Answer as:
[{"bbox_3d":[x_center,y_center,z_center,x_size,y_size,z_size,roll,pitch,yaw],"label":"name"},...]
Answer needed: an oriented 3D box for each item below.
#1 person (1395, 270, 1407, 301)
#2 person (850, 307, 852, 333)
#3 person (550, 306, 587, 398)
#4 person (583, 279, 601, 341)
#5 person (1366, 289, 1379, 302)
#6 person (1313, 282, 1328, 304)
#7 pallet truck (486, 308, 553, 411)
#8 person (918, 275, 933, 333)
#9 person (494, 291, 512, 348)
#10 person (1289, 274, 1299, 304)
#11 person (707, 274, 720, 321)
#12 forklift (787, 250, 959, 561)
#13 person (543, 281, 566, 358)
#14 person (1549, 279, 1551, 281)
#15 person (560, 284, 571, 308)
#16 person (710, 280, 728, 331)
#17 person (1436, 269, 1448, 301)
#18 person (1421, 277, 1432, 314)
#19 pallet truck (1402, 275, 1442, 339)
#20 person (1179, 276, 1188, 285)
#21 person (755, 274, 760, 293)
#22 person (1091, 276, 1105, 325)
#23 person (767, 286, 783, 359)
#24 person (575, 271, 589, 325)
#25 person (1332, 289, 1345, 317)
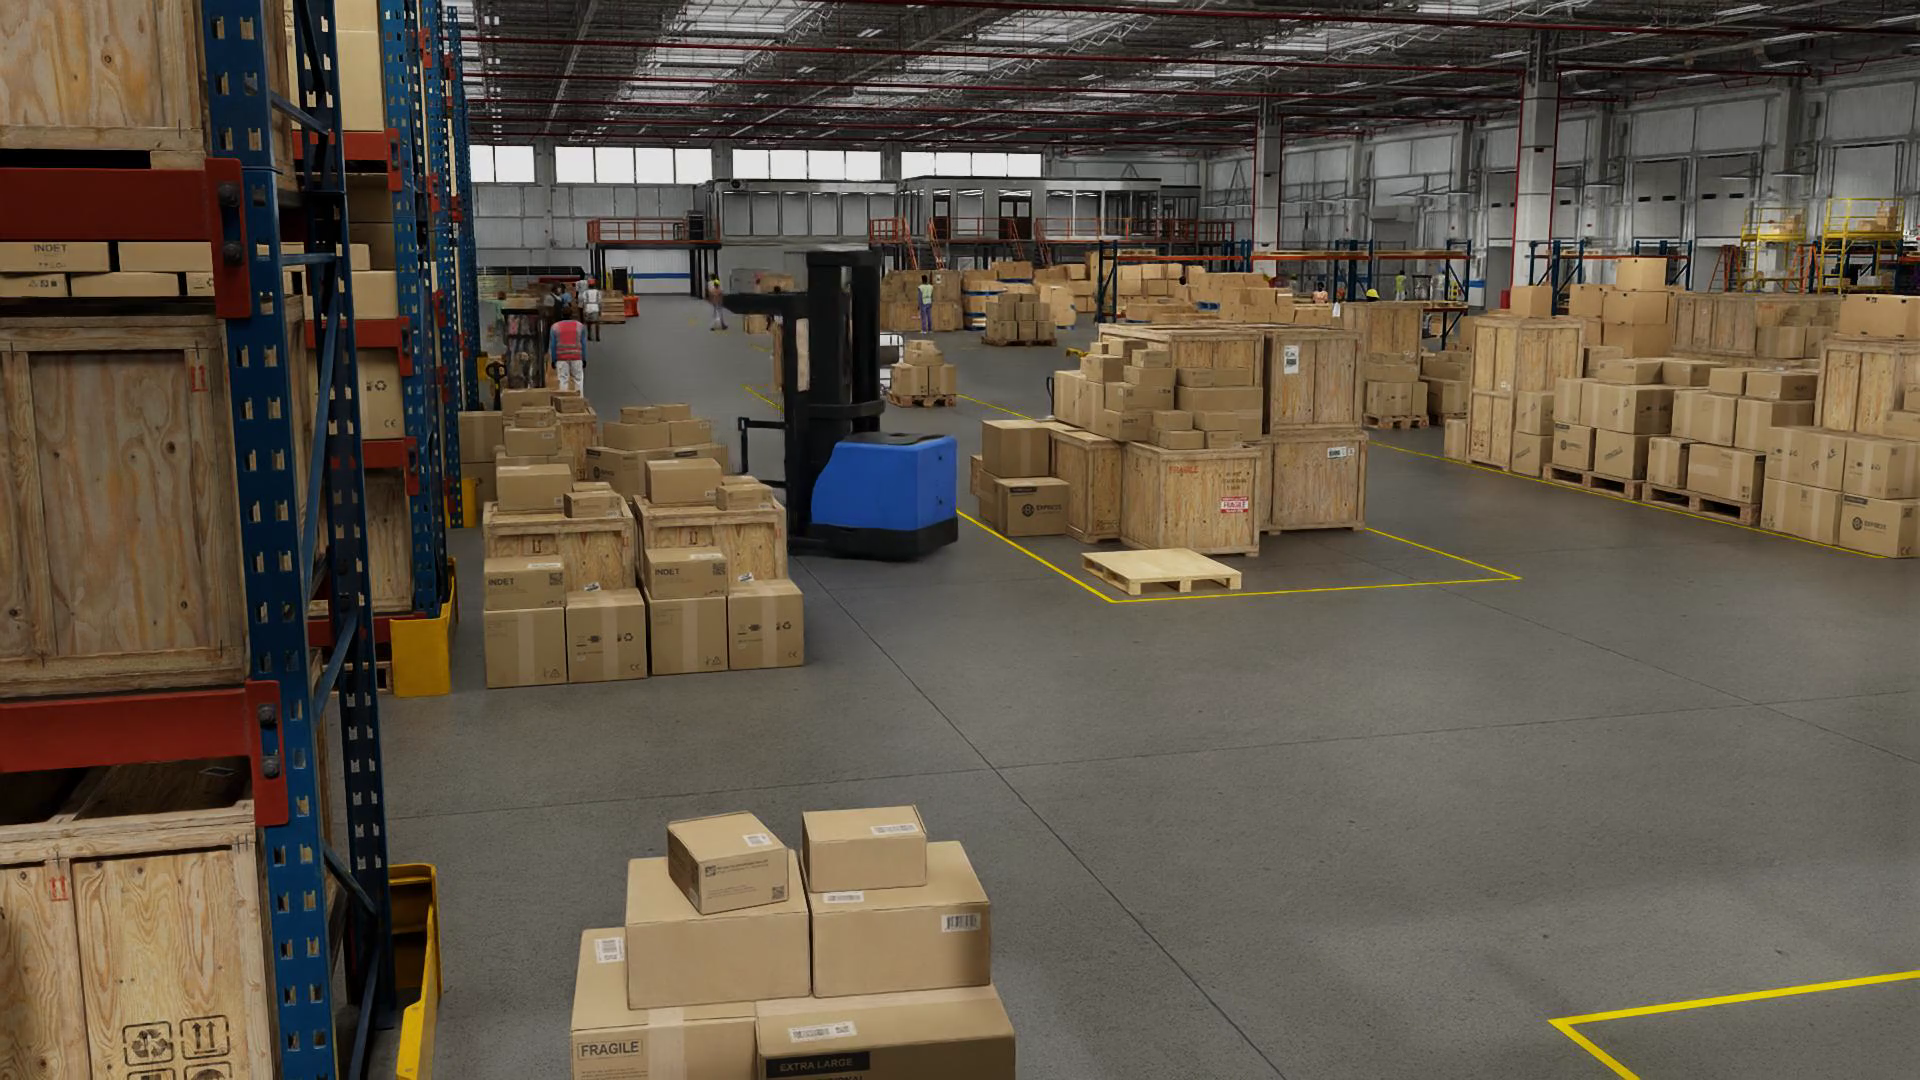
[{"bbox_3d":[19.507,-11.015,73.484,0.429,1.842,0.635,-7,12,-36],"label":"person"},{"bbox_3d":[-2.185,-3.970,34.189,0.359,1.628,0.513,-5,11,-26],"label":"person"},{"bbox_3d":[-6.773,-3.123,28.796,0.619,1.845,0.430,-3,11,-17],"label":"person"},{"bbox_3d":[-11.163,-6.992,50.581,0.557,1.901,0.956,-5,11,-25],"label":"person"},{"bbox_3d":[9.206,-4.685,37.446,0.399,1.919,0.582,3,10,17],"label":"person"},{"bbox_3d":[11.968,-7.725,55.299,0.535,1.694,0.321,7,12,35],"label":"person"},{"bbox_3d":[-6.242,-2.418,24.362,0.823,1.965,1.885,1,10,3],"label":"pallet truck"},{"bbox_3d":[-1.136,-7.786,54.998,0.587,1.915,0.394,-8,13,-38],"label":"person"},{"bbox_3d":[-12.951,-6.239,47.074,0.498,1.618,0.395,3,10,17],"label":"person"},{"bbox_3d":[14.302,-10.550,71.255,0.896,1.689,0.502,-5,11,-25],"label":"person"},{"bbox_3d":[-9.449,-9.294,63.811,0.542,1.819,0.973,1,10,3],"label":"person"},{"bbox_3d":[-1.046,-1.312,15.605,1.873,2.768,1.129,5,11,25],"label":"forklift"},{"bbox_3d":[-10.367,-5.692,42.782,1.045,2.000,0.700,6,11,29],"label":"person"},{"bbox_3d":[23.317,-9.775,66.307,0.616,1.924,1.069,0,10,3],"label":"person"},{"bbox_3d":[-12.655,-7.331,53.050,0.533,1.691,0.320,1,10,7],"label":"person"},{"bbox_3d":[-8.306,-8.048,57.003,0.546,1.714,0.886,4,11,23],"label":"person"},{"bbox_3d":[21.743,-11.304,75.000,0.607,1.887,0.956,8,13,37],"label":"person"},{"bbox_3d":[15.147,-7.626,54.021,0.376,1.940,0.629,7,12,34],"label":"person"},{"bbox_3d":[14.620,-7.324,52.145,0.823,1.965,1.885,8,13,40],"label":"pallet truck"},{"bbox_3d":[7.683,-8.177,57.433,0.429,1.838,0.622,-5,11,-25],"label":"person"},{"bbox_3d":[-7.019,-8.452,58.783,0.539,1.915,0.509,4,11,24],"label":"person"},{"bbox_3d":[5.092,-8.751,60.796,0.522,1.807,0.946,-7,12,-34],"label":"person"},{"bbox_3d":[-4.554,-5.479,42.067,0.603,1.876,0.989,-9,13,-41],"label":"person"},{"bbox_3d":[-13.767,-8.828,60.750,0.614,1.963,0.361,-8,13,-37],"label":"person"},{"bbox_3d":[8.867,-4.897,38.764,0.355,1.877,0.574,-6,12,-32],"label":"person"}]
